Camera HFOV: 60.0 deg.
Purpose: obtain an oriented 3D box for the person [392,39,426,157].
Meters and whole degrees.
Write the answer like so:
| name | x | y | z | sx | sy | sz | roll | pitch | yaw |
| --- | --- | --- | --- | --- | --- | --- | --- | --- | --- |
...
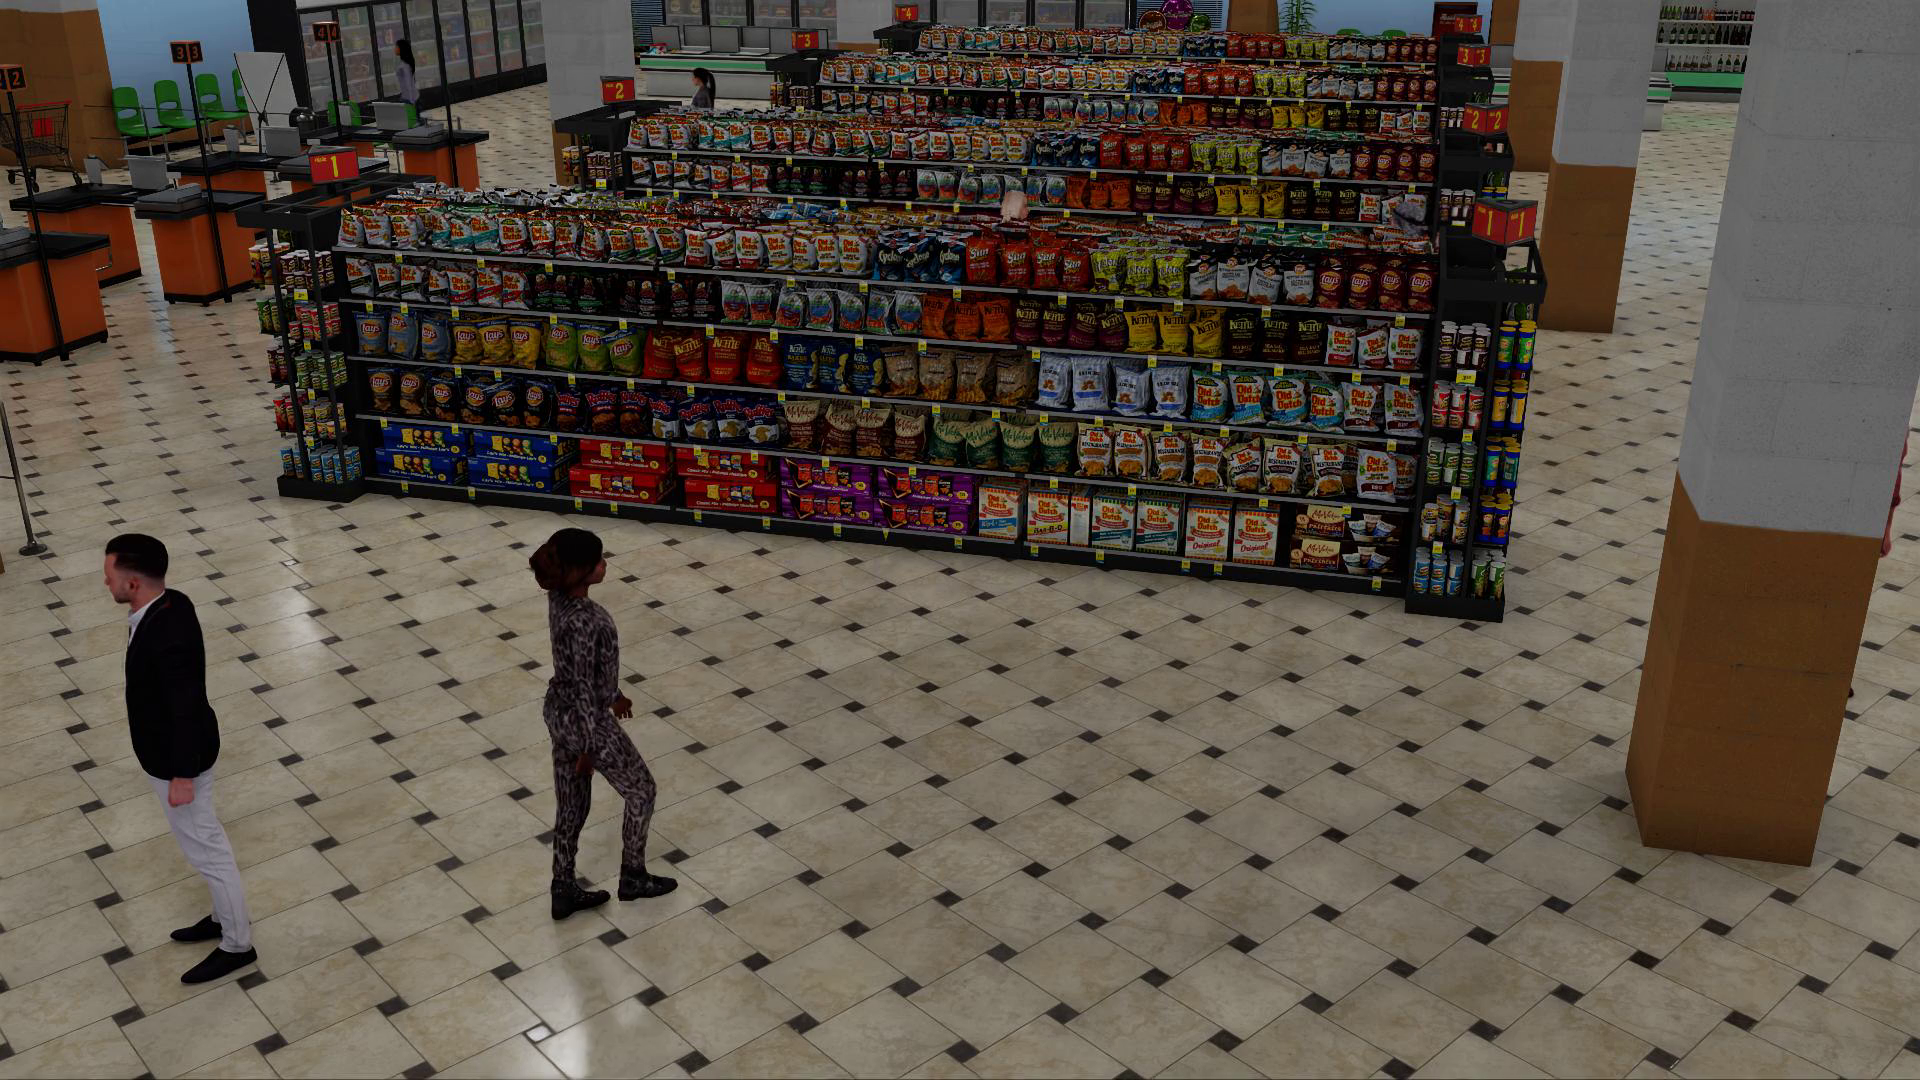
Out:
| name | x | y | z | sx | sy | sz | roll | pitch | yaw |
| --- | --- | --- | --- | --- | --- | --- | --- | --- | --- |
| person | -8.220 | -6.680 | 25.190 | 0.888 | 1.717 | 0.778 | -2 | 22 | -6 |

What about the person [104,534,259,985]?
| name | x | y | z | sx | sy | sz | roll | pitch | yaw |
| --- | --- | --- | --- | --- | --- | --- | --- | --- | --- |
| person | -2.959 | 0.820 | 6.363 | 0.774 | 1.838 | 0.736 | -10 | 24 | -23 |

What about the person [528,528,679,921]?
| name | x | y | z | sx | sy | sz | roll | pitch | yaw |
| --- | --- | --- | --- | --- | --- | --- | --- | --- | --- |
| person | -1.596 | 0.771 | 6.674 | 0.861 | 1.696 | 0.803 | -13 | 25 | -28 |

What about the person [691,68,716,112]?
| name | x | y | z | sx | sy | sz | roll | pitch | yaw |
| --- | --- | --- | --- | --- | --- | --- | --- | --- | --- |
| person | -3.366 | -5.406 | 22.070 | 0.588 | 1.679 | 0.620 | 4 | 22 | 11 |

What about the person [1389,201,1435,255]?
| name | x | y | z | sx | sy | sz | roll | pitch | yaw |
| --- | --- | --- | --- | --- | --- | --- | --- | --- | --- |
| person | 3.271 | -1.443 | 11.938 | 1.286 | 1.881 | 0.866 | 10 | 24 | 23 |
